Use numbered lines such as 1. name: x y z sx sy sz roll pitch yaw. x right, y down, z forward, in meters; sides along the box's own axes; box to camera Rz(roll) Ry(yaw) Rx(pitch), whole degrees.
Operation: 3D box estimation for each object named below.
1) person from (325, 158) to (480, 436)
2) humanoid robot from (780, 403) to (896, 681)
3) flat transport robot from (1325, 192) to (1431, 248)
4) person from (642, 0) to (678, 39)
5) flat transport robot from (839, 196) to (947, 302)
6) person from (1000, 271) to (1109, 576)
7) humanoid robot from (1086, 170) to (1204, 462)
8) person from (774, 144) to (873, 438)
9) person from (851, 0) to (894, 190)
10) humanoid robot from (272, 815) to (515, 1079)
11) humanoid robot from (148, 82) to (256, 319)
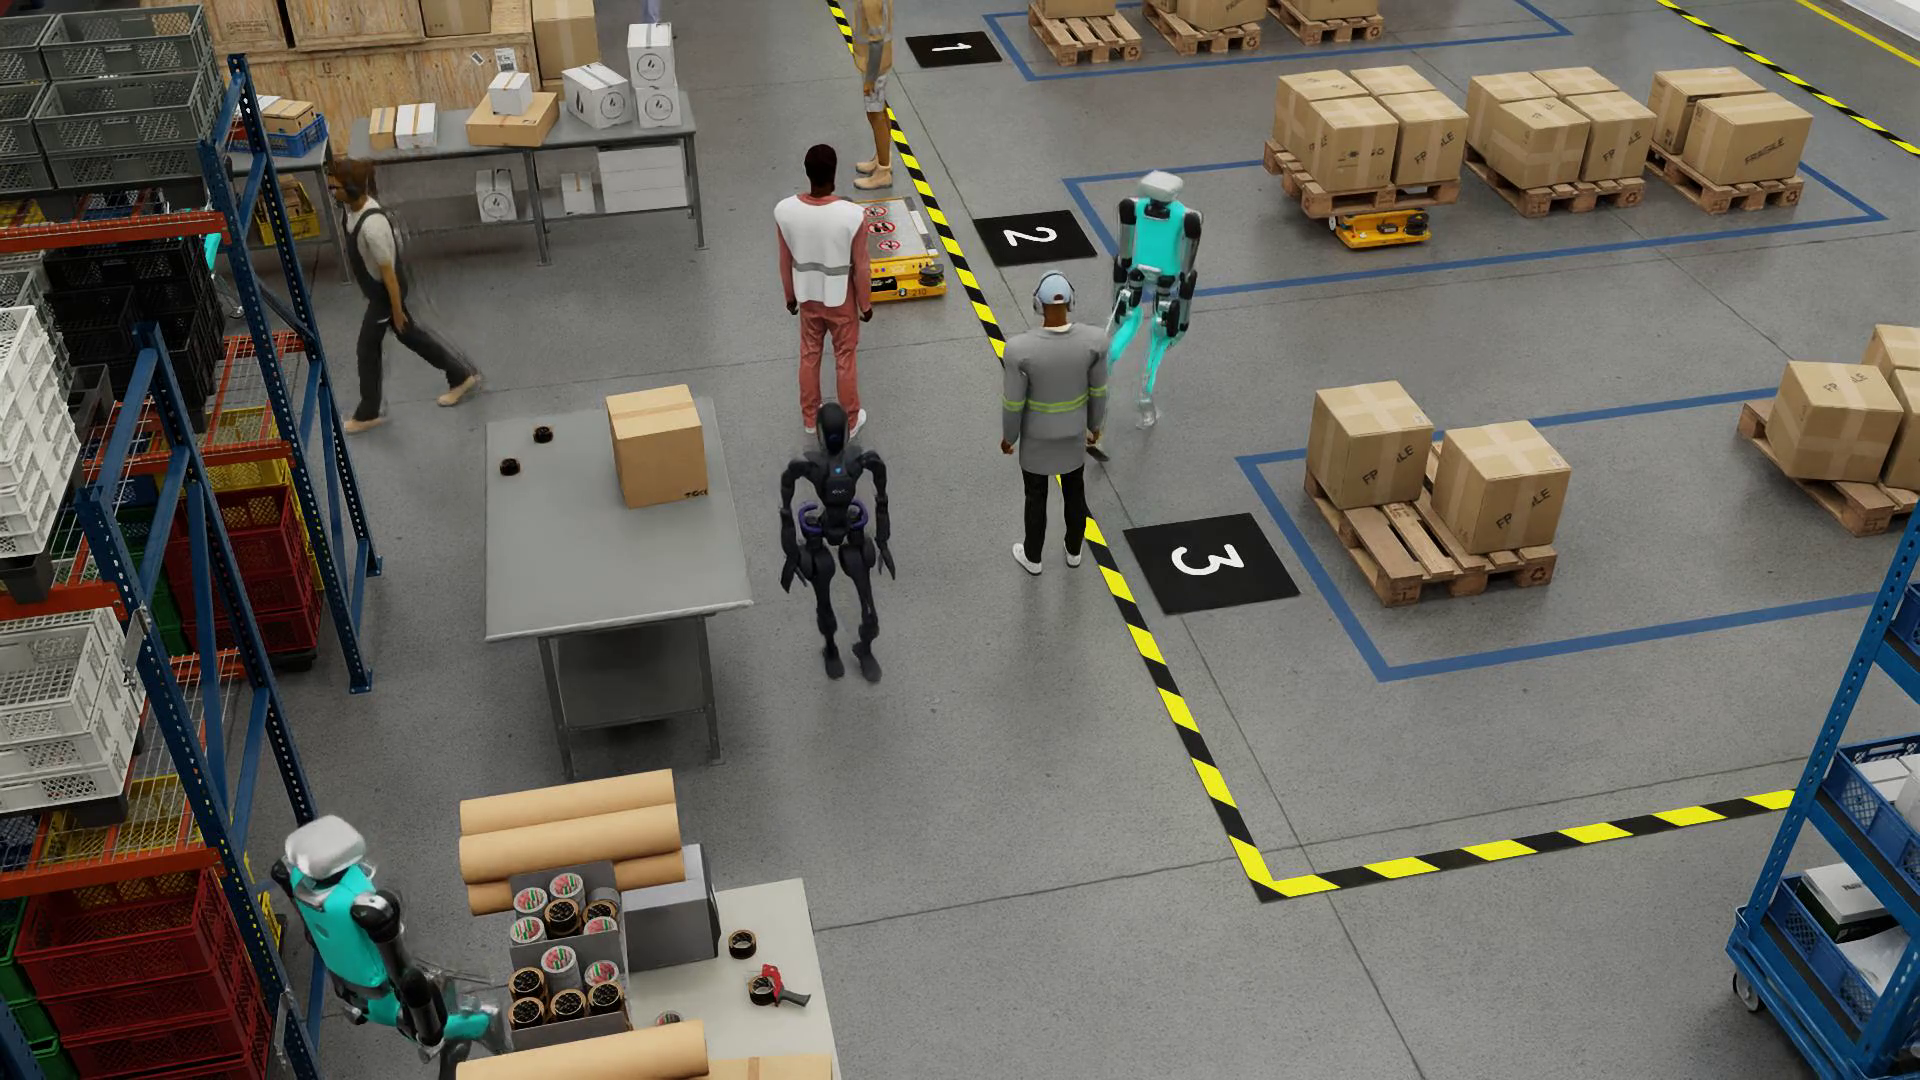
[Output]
1. person: -3.563 -1.547 10.352 0.933 1.804 0.521 -15 39 -19
2. humanoid robot: -0.625 0.026 8.338 0.585 1.643 0.378 -9 38 -13
3. flat transport robot: 3.134 -2.740 13.213 0.652 0.197 1.431 -8 37 -10
4. person: -2.932 -5.733 16.014 0.342 1.759 0.531 -14 39 -18
5. flat transport robot: -0.570 -2.220 12.538 0.659 0.231 1.431 -8 37 -10
6. person: 0.498 -0.629 9.075 0.588 1.849 0.395 -8 37 -11
7. humanoid robot: 1.022 -1.236 10.036 0.546 1.770 1.025 19 41 23
8. person: -0.822 -1.493 10.192 0.579 1.911 0.394 11 38 15
9. person: -0.715 -3.778 13.148 0.379 2.040 0.614 1 37 1
10. humanoid robot: -1.967 1.586 6.255 0.567 1.834 0.809 19 41 24
11. humanoid robot: -5.201 -2.229 11.207 0.533 1.677 0.735 3 37 3
